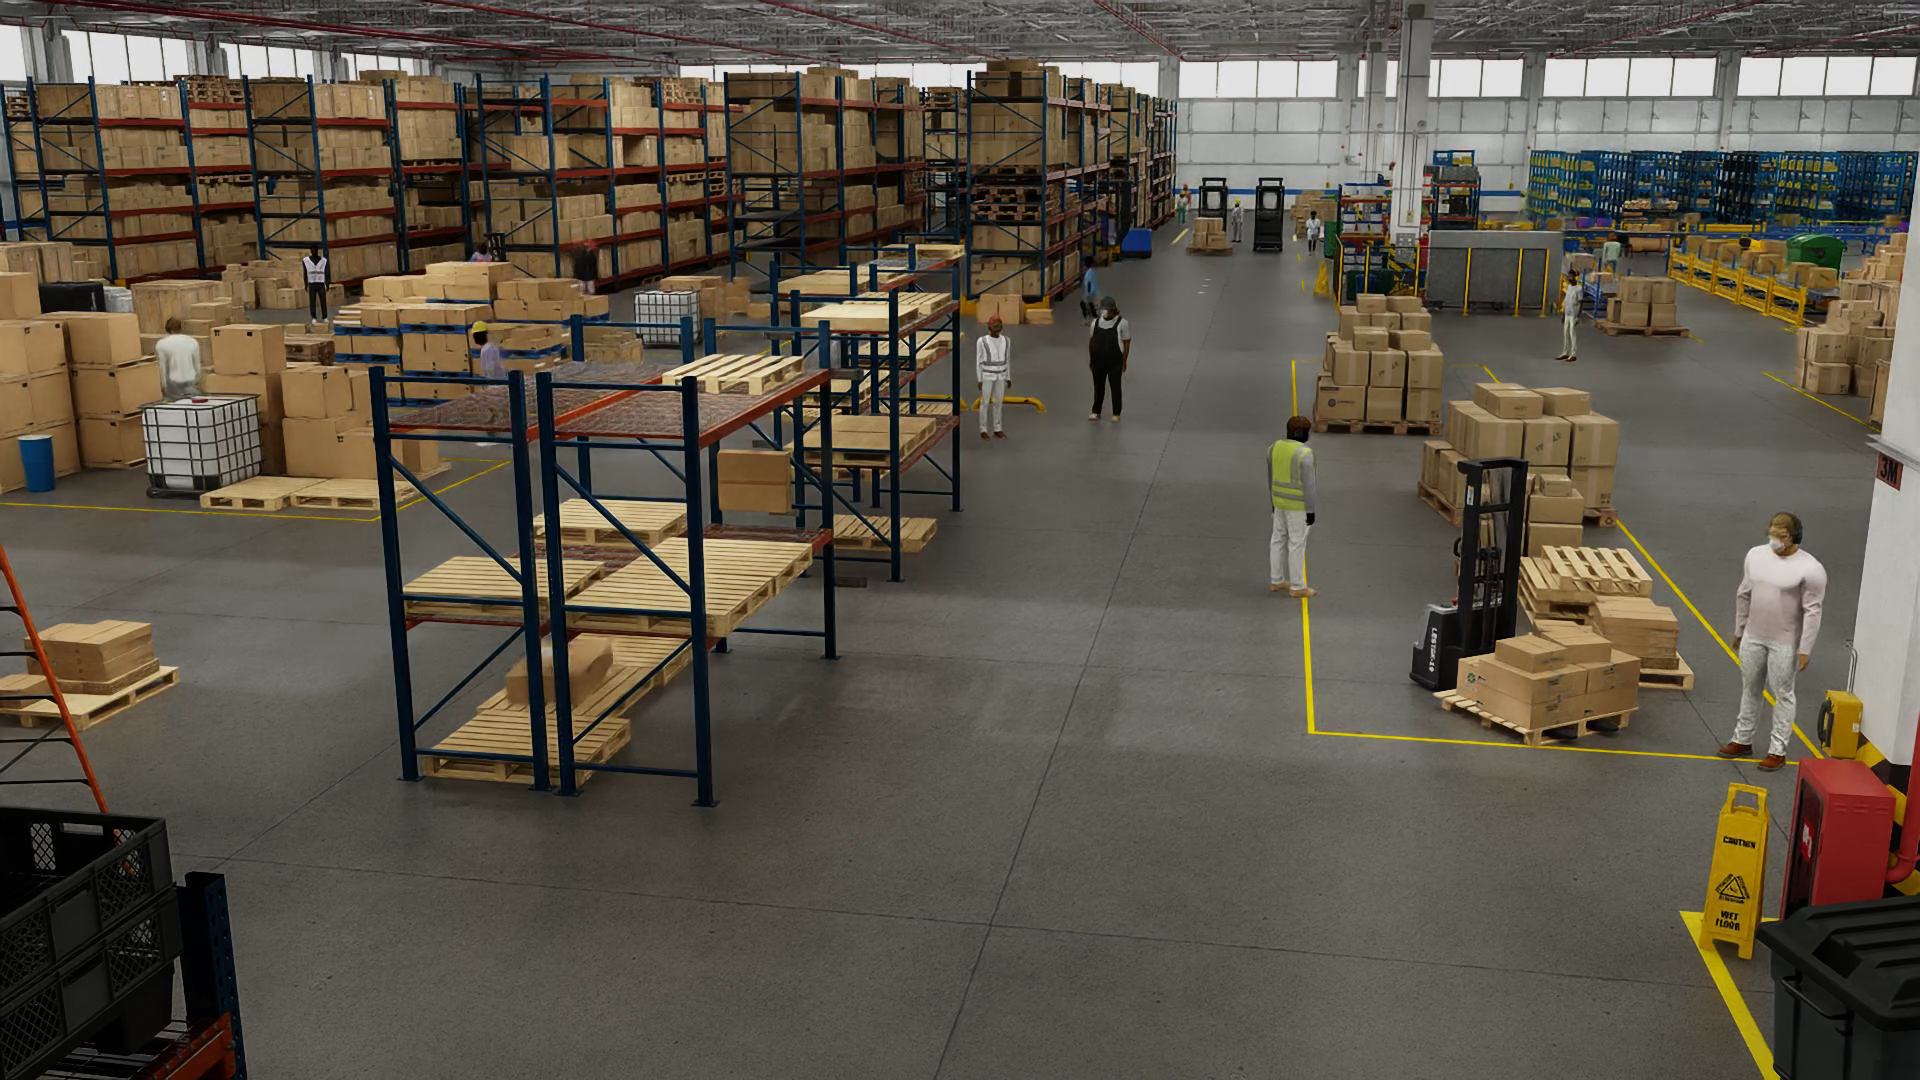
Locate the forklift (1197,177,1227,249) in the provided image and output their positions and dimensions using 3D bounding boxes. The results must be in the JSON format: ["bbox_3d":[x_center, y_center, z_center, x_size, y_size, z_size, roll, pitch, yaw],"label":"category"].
[{"bbox_3d":[9.894,-12.753,64.981,1.129,2.768,1.873,3,14,10],"label":"forklift"}]

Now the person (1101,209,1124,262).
[{"bbox_3d":[5.355,-10.880,59.430,0.968,1.895,0.545,2,14,8],"label":"person"}]

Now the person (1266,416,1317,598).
[{"bbox_3d":[3.357,-0.339,16.732,0.429,1.837,0.620,-8,16,-30],"label":"person"}]

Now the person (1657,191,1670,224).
[{"bbox_3d":[32.128,-14.961,75.947,0.619,1.907,0.936,1,14,5],"label":"person"}]

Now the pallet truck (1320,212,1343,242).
[{"bbox_3d":[15.874,-13.227,70.310,0.680,1.201,1.601,10,17,35],"label":"pallet truck"}]

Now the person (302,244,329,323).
[{"bbox_3d":[-15.704,-6.256,40.608,0.587,1.911,0.397,-7,15,-26],"label":"person"}]

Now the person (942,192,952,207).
[{"bbox_3d":[-0.699,-18.845,91.748,0.558,1.904,0.954,2,14,8],"label":"person"}]

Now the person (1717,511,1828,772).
[{"bbox_3d":[5.953,0.730,12.179,0.372,1.939,0.627,-8,16,-30],"label":"person"}]

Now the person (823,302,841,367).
[{"bbox_3d":[-2.508,-4.266,33.151,0.525,1.598,0.863,7,15,26],"label":"person"}]

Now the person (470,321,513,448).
[{"bbox_3d":[-6.850,-2.304,24.638,0.698,1.887,0.605,-5,15,-21],"label":"person"}]

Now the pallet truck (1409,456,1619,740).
[{"bbox_3d":[4.504,0.400,13.395,0.823,1.965,1.885,-6,15,-23],"label":"pallet truck"}]

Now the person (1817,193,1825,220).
[{"bbox_3d":[40.952,-15.733,79.232,0.449,1.830,0.600,5,15,18],"label":"person"}]

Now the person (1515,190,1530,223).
[{"bbox_3d":[27.393,-16.142,81.009,0.953,1.780,0.614,2,14,8],"label":"person"}]

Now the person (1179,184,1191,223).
[{"bbox_3d":[11.459,-17.121,84.636,0.615,1.946,0.995,2,14,8],"label":"person"}]

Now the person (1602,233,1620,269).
[{"bbox_3d":[19.567,-8.424,50.027,0.519,1.599,0.518,2,14,6],"label":"person"}]

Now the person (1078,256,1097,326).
[{"bbox_3d":[3.042,-5.968,39.906,0.541,1.683,0.536,5,15,18],"label":"person"}]

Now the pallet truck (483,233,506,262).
[{"bbox_3d":[-11.832,-7.026,43.548,1.885,1.965,0.823,8,16,28],"label":"pallet truck"}]

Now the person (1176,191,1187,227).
[{"bbox_3d":[10.868,-16.225,81.448,0.525,1.726,0.855,2,14,9],"label":"person"}]

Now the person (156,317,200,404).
[{"bbox_3d":[-11.682,-2.369,24.810,0.830,1.910,0.662,12,18,40],"label":"person"}]

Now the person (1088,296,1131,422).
[{"bbox_3d":[2.368,-2.909,26.741,0.684,2.000,0.535,7,16,27],"label":"person"}]

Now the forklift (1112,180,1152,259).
[{"bbox_3d":[6.082,-11.722,60.796,1.873,2.768,1.129,2,14,9],"label":"forklift"}]

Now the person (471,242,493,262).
[{"bbox_3d":[-12.176,-6.713,42.613,0.450,1.829,0.637,11,18,39],"label":"person"}]

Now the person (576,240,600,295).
[{"bbox_3d":[-9.380,-6.519,41.613,0.837,1.943,0.402,6,15,23],"label":"person"}]

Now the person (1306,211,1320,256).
[{"bbox_3d":[13.229,-11.504,62.388,0.531,1.673,0.761,1,14,5],"label":"person"}]

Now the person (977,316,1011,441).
[{"bbox_3d":[0.520,-2.455,25.225,0.575,1.883,0.362,-7,16,-27],"label":"person"}]

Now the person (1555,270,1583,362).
[{"bbox_3d":[12.413,-4.558,33.798,0.312,1.866,0.538,-4,14,-16],"label":"person"}]

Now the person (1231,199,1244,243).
[{"bbox_3d":[11.616,-13.376,69.697,0.405,1.823,0.591,-11,18,-38],"label":"person"}]

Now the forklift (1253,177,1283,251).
[{"bbox_3d":[12.083,-12.747,64.956,1.129,2.768,1.873,3,14,10],"label":"forklift"}]
